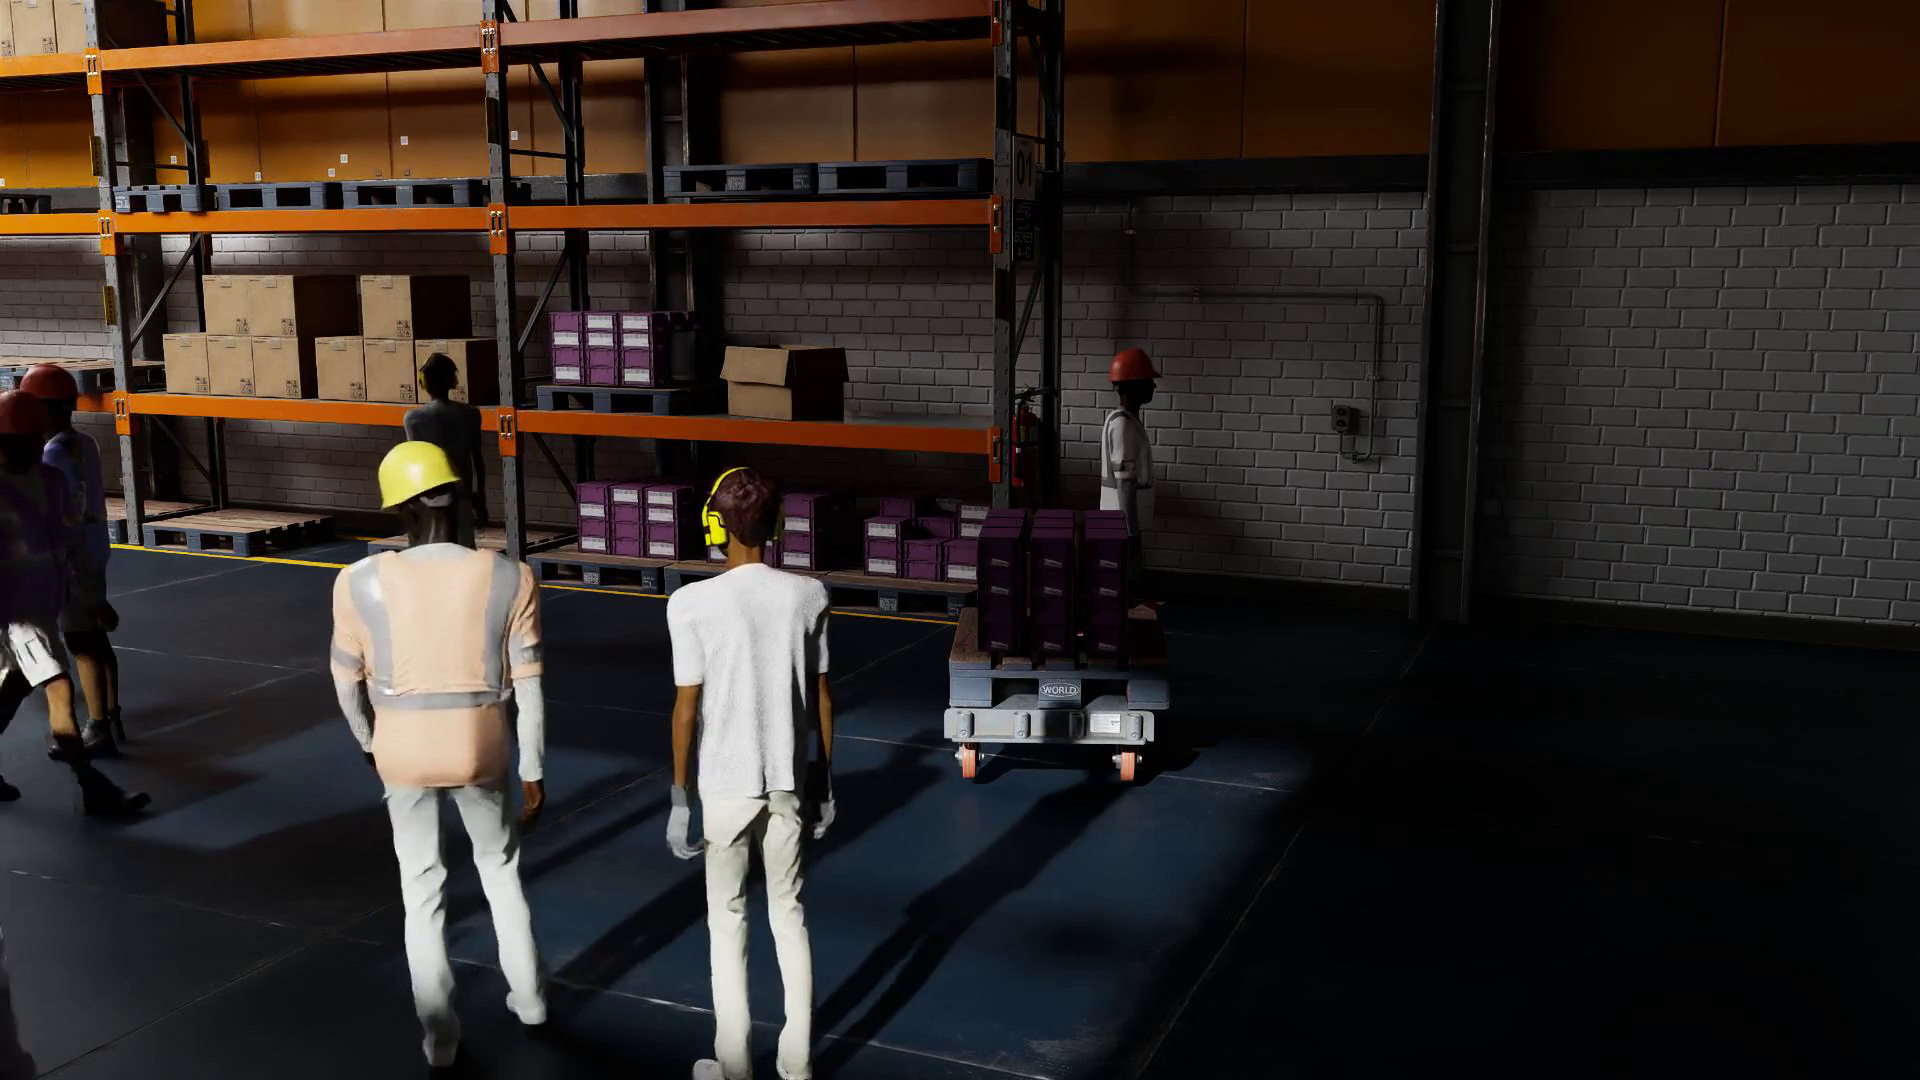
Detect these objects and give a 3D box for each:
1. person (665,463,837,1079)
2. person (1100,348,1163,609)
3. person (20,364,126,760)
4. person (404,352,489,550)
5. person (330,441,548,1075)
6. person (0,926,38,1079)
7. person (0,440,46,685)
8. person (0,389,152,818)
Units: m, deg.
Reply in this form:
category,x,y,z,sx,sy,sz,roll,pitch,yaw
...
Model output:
category,x,y,z,sx,sy,sz,roll,pitch,yaw
person,-0.598,0.715,4.770,0.517,1.860,0.360,-6,11,-30
person,0.970,-0.118,9.474,0.347,1.943,0.545,1,9,3
person,-4.373,0.107,8.143,0.373,1.934,0.552,-2,10,-14
person,-3.191,-0.225,10.336,0.532,1.868,0.309,-8,12,-39
person,-1.572,0.646,5.053,0.602,1.893,0.542,-3,10,-20
person,-2.823,0.809,4.525,0.827,1.734,0.522,5,11,29
person,-5.382,-0.025,9.291,0.733,1.822,0.631,7,12,36
person,-4.103,0.278,7.290,1.008,1.888,0.549,1,10,6
